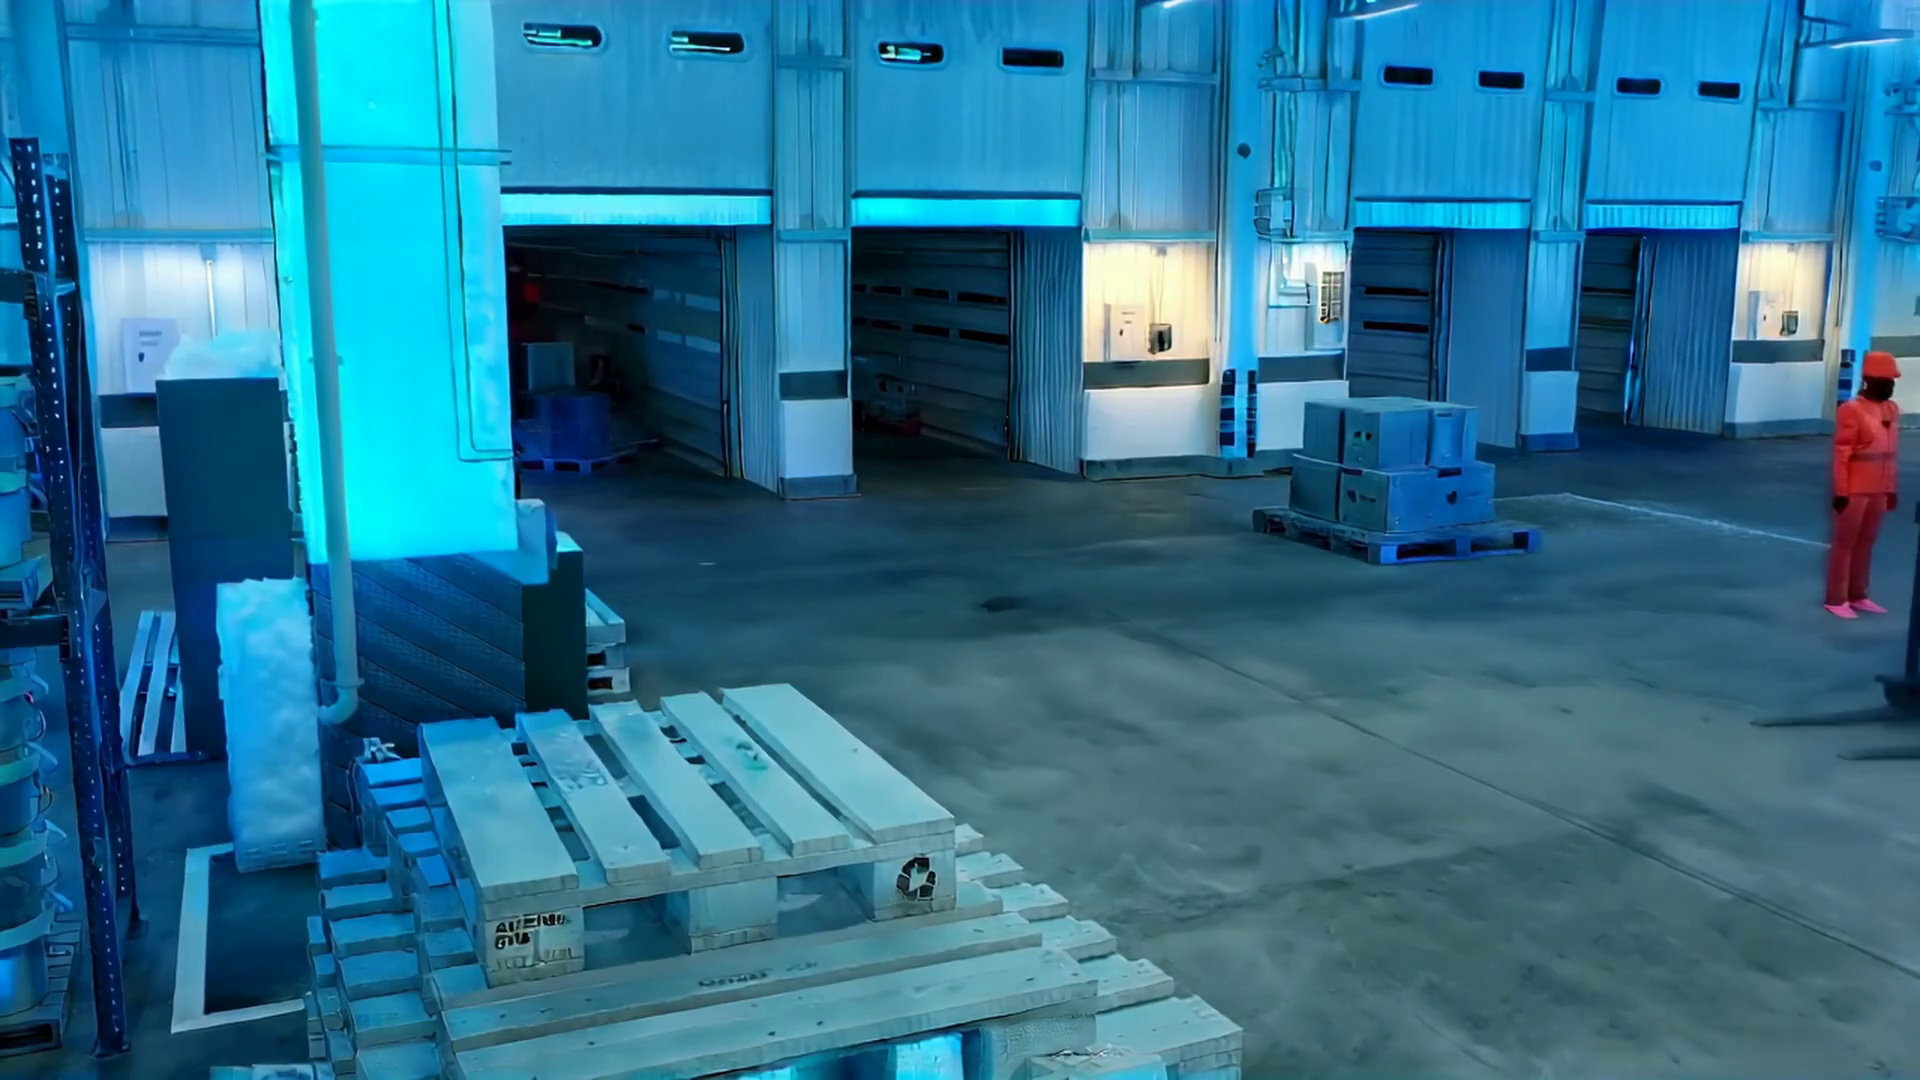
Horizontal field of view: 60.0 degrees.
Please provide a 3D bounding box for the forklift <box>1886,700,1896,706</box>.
[{"bbox_3d":[6.358,-0.334,9.026,1.873,2.768,1.129,-3,11,-16],"label":"forklift"}]

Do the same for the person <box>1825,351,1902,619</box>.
[{"bbox_3d":[6.543,-0.396,11.996,0.594,1.926,0.367,-5,11,-25],"label":"person"}]
